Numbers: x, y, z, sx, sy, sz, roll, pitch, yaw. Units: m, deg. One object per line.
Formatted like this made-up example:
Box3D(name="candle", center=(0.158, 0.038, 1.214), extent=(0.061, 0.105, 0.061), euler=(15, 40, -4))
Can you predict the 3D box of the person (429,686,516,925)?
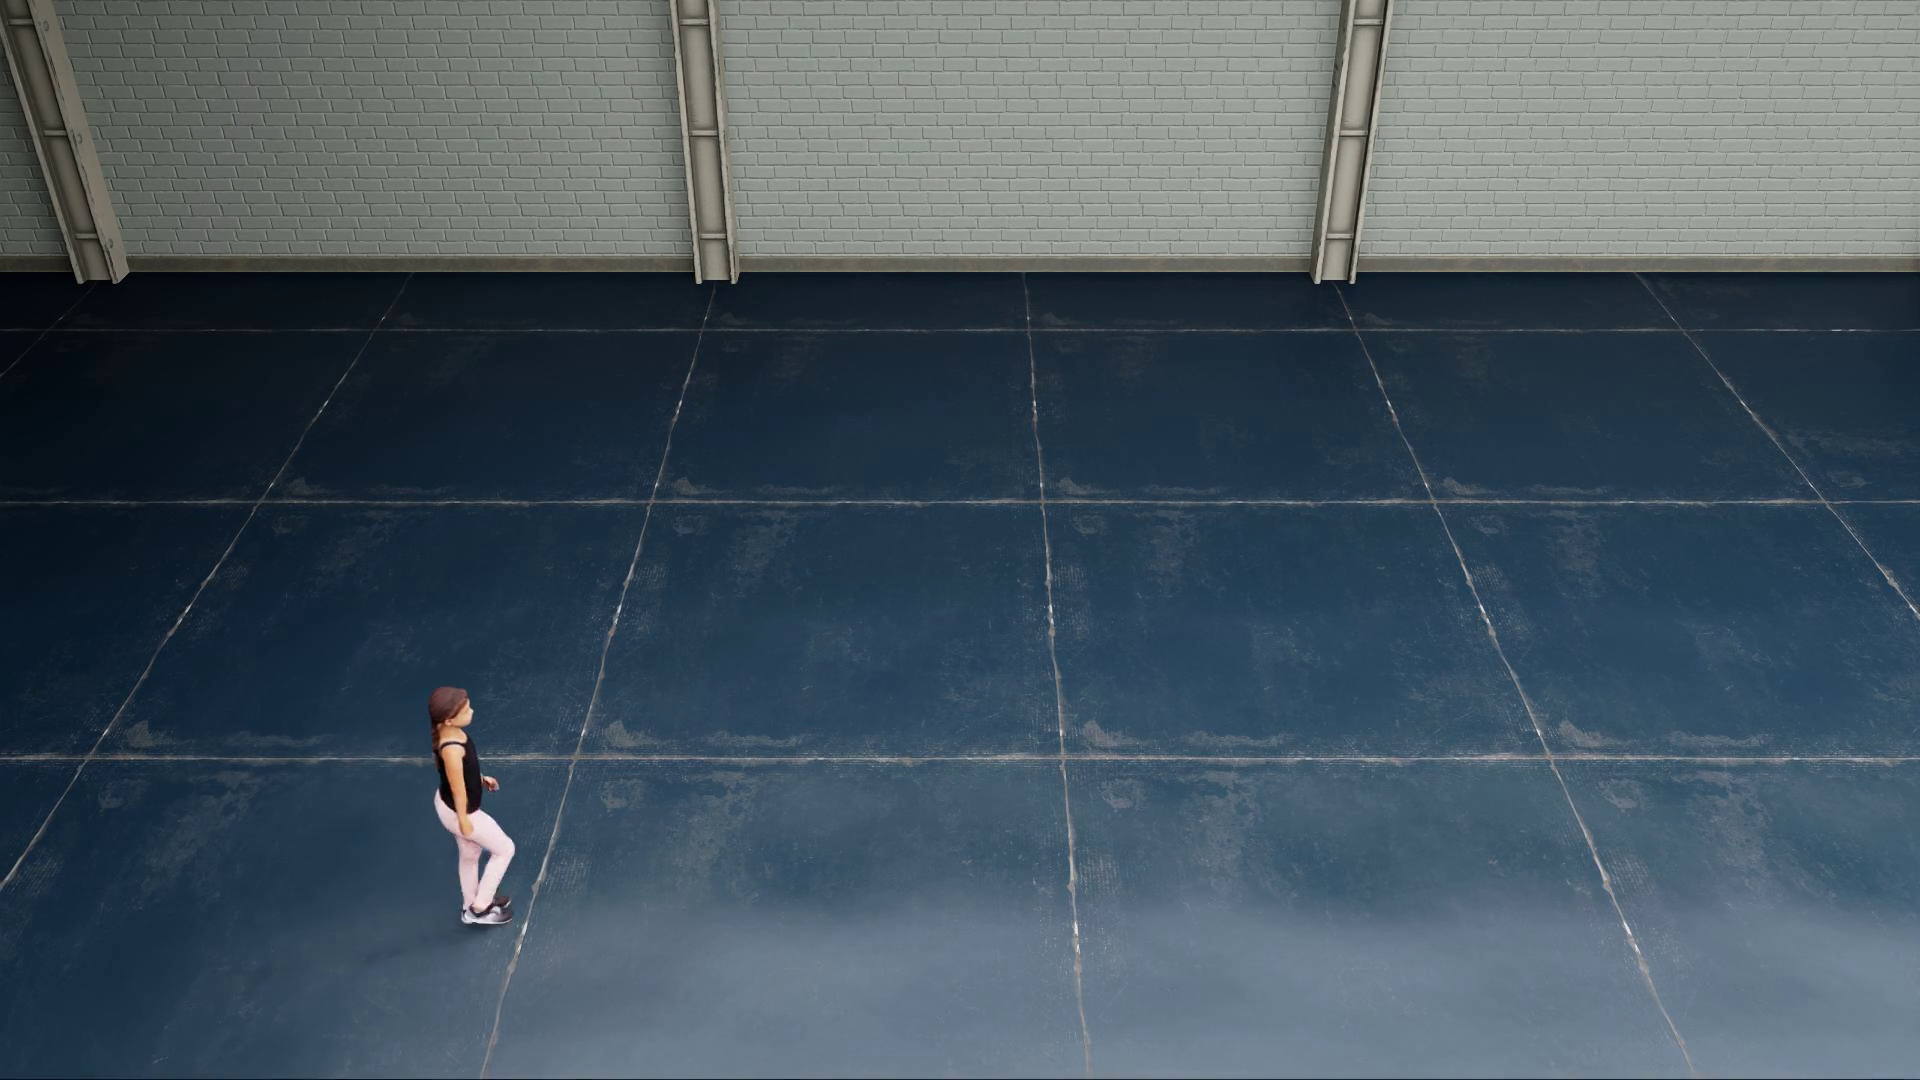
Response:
Box3D(name="person", center=(-2.657, 1.418, 8.684), extent=(0.683, 1.552, 0.623), euler=(-17, 37, -24))
